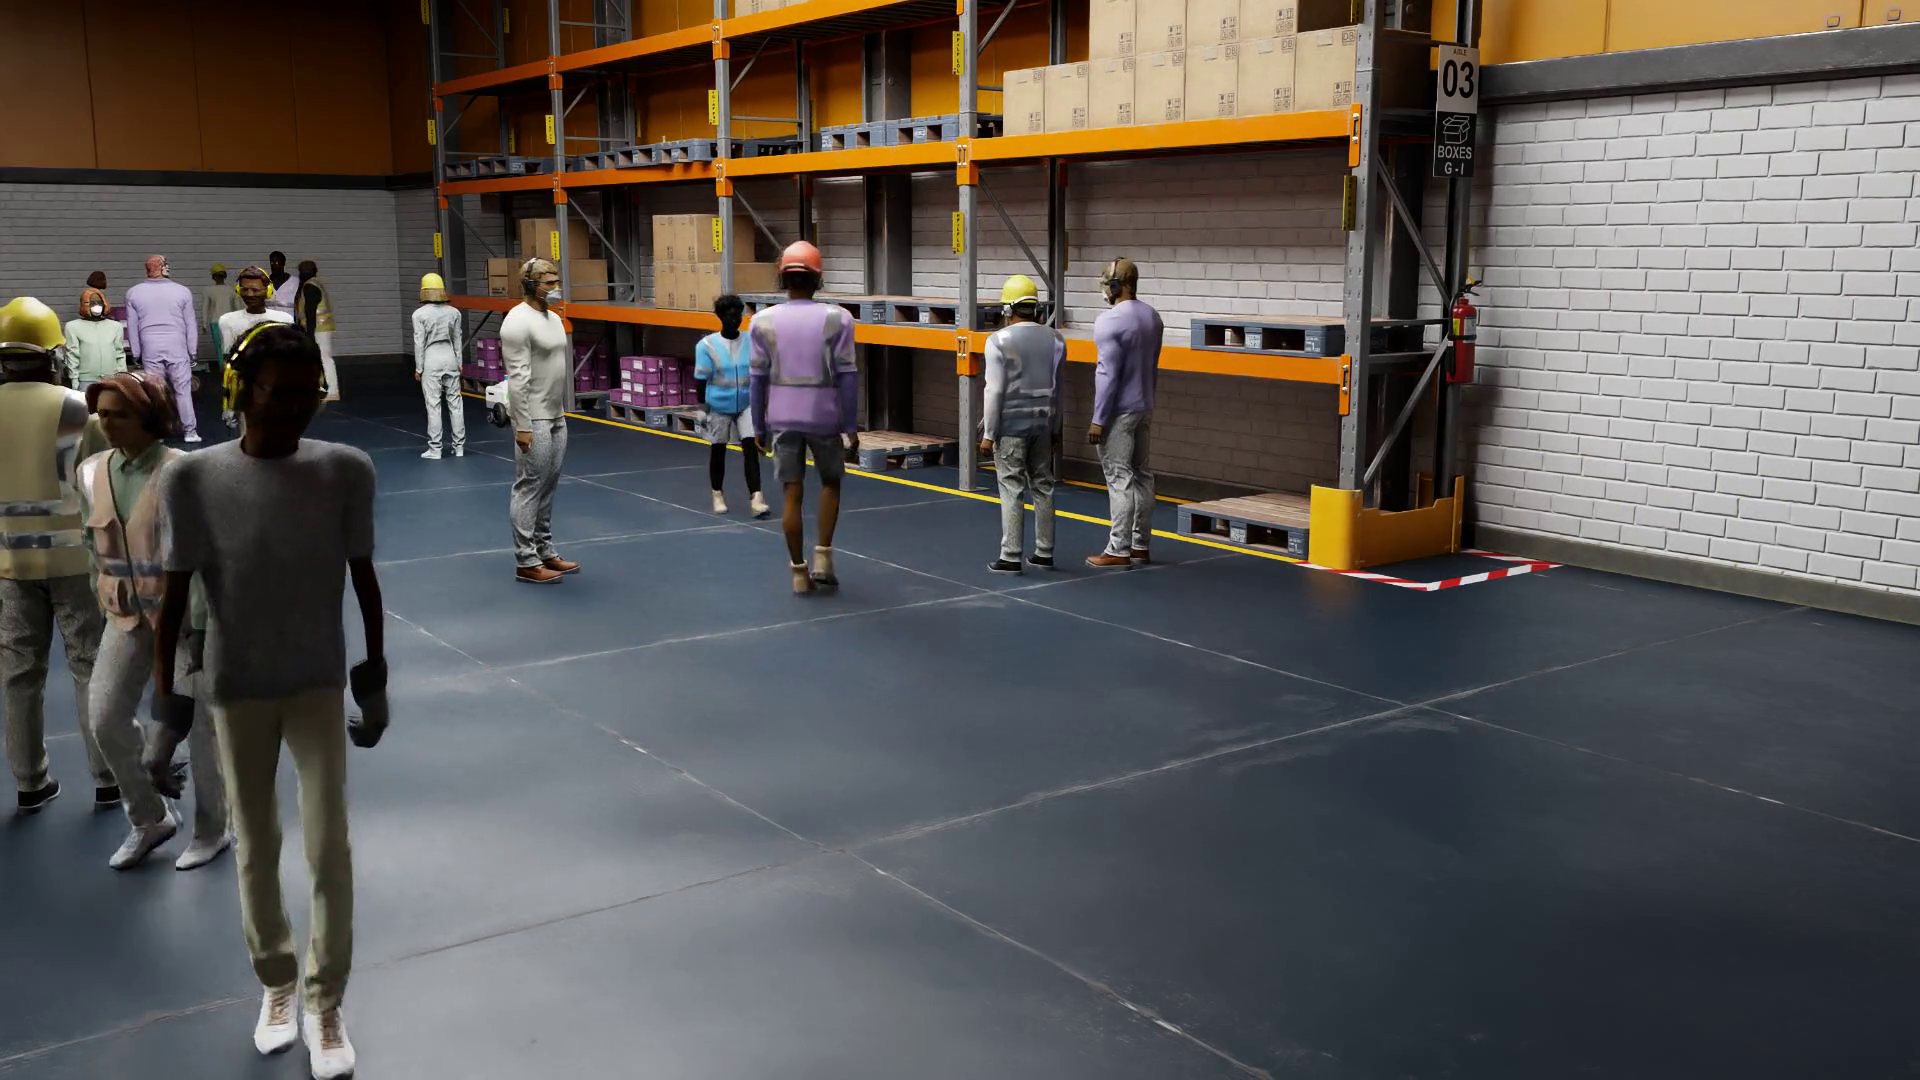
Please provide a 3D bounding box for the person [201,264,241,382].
[{"bbox_3d":[-10.816,-3.180,24.384,0.539,1.730,0.820,-7,12,-36],"label":"person"}]

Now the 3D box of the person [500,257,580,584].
[{"bbox_3d":[-2.521,-0.714,9.977,0.353,1.937,0.635,1,10,8],"label":"person"}]

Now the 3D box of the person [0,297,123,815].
[{"bbox_3d":[-3.213,0.067,5.888,0.592,1.837,0.404,-1,10,-7],"label":"person"}]

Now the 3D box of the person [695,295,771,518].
[{"bbox_3d":[-1.677,-0.972,12.239,0.545,1.642,0.800,-4,11,-24],"label":"person"}]

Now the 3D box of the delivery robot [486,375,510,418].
[{"bbox_3d":[-5.025,-1.600,18.553,0.477,0.478,0.707,-7,12,-34],"label":"delivery robot"}]

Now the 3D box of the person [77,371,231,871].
[{"bbox_3d":[-2.560,0.276,5.298,0.529,1.622,0.446,2,10,10],"label":"person"}]

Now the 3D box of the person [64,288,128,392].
[{"bbox_3d":[-7.525,-1.377,14.543,0.279,1.634,0.499,9,13,40],"label":"person"}]

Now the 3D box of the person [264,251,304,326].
[{"bbox_3d":[-8.836,-2.797,21.700,0.588,1.918,0.390,0,10,1],"label":"person"}]

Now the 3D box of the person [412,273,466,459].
[{"bbox_3d":[-4.926,-1.639,15.705,0.486,1.745,0.295,-10,14,-44],"label":"person"}]

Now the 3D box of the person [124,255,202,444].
[{"bbox_3d":[-8.015,-1.908,16.763,0.643,1.905,0.400,-3,11,-16],"label":"person"}]

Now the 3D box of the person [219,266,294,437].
[{"bbox_3d":[-4.835,-0.955,11.529,0.532,1.865,0.311,-6,12,-32],"label":"person"}]

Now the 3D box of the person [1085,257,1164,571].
[{"bbox_3d":[1.011,-0.776,10.331,0.372,1.938,0.627,8,13,37],"label":"person"}]

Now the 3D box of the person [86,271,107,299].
[{"bbox_3d":[-12.340,-3.034,23.858,0.509,1.623,0.291,8,13,39],"label":"person"}]

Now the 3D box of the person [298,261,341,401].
[{"bbox_3d":[-8.341,-2.688,21.439,0.565,1.807,0.692,-4,11,-21],"label":"person"}]

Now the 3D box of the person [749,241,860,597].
[{"bbox_3d":[-0.889,-0.692,9.591,0.635,2.029,0.524,0,10,2],"label":"person"}]

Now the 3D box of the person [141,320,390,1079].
[{"bbox_3d":[-1.666,0.400,4.008,0.559,1.836,0.692,-4,11,-21],"label":"person"}]

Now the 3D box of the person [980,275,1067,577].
[{"bbox_3d":[0.371,-0.696,10.169,0.596,1.831,0.403,-7,12,-34],"label":"person"}]
